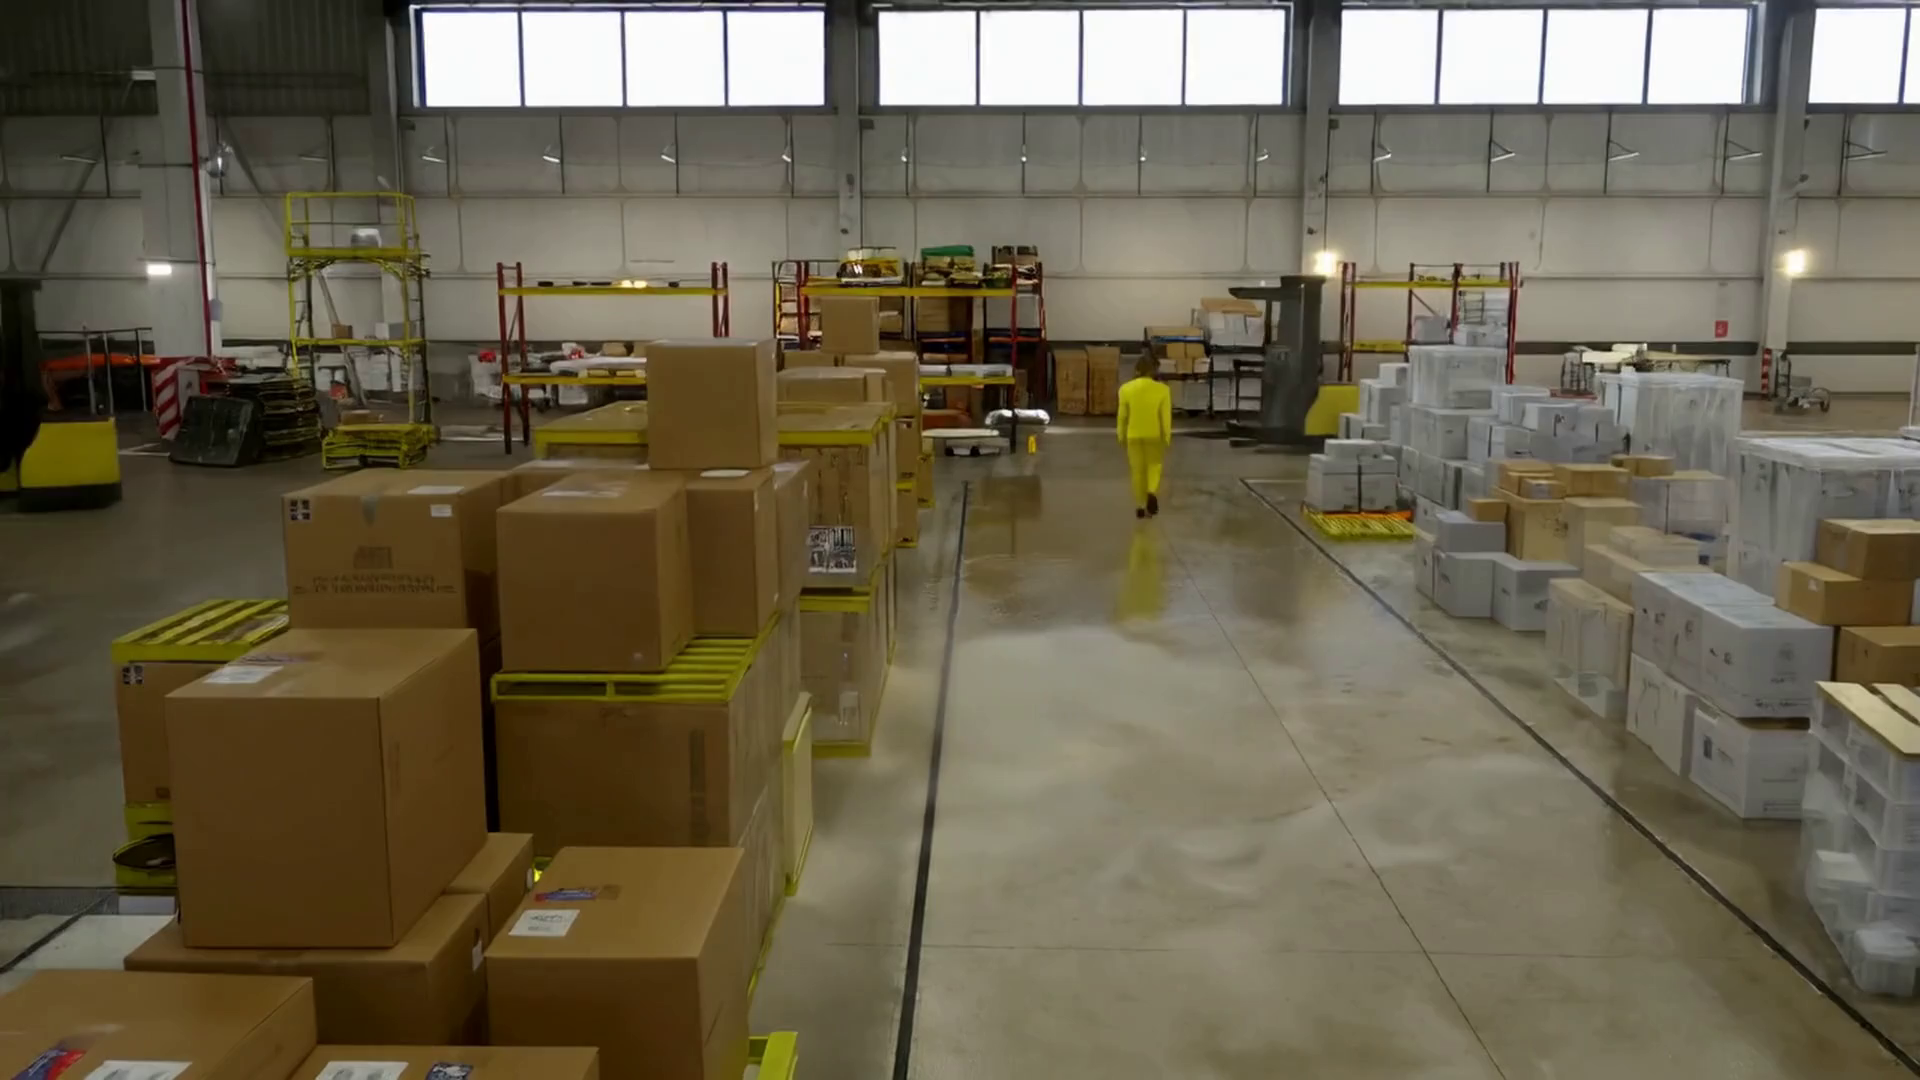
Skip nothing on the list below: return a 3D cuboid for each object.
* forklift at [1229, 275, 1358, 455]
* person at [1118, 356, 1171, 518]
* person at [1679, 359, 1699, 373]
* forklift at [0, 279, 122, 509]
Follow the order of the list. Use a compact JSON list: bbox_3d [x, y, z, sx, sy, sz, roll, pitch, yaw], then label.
[{"bbox_3d":[5.415,-2.812,26.477,1.873,2.768,1.129,-3,10,-15],"label":"forklift"},{"bbox_3d":[2.193,-1.224,19.822,0.627,1.925,0.428,2,10,9],"label":"person"},{"bbox_3d":[9.012,-1.325,20.679,0.634,1.841,0.429,-3,10,-18],"label":"person"},{"bbox_3d":[-11.449,-1.800,20.416,1.873,2.768,1.129,-4,10,-25],"label":"forklift"}]
